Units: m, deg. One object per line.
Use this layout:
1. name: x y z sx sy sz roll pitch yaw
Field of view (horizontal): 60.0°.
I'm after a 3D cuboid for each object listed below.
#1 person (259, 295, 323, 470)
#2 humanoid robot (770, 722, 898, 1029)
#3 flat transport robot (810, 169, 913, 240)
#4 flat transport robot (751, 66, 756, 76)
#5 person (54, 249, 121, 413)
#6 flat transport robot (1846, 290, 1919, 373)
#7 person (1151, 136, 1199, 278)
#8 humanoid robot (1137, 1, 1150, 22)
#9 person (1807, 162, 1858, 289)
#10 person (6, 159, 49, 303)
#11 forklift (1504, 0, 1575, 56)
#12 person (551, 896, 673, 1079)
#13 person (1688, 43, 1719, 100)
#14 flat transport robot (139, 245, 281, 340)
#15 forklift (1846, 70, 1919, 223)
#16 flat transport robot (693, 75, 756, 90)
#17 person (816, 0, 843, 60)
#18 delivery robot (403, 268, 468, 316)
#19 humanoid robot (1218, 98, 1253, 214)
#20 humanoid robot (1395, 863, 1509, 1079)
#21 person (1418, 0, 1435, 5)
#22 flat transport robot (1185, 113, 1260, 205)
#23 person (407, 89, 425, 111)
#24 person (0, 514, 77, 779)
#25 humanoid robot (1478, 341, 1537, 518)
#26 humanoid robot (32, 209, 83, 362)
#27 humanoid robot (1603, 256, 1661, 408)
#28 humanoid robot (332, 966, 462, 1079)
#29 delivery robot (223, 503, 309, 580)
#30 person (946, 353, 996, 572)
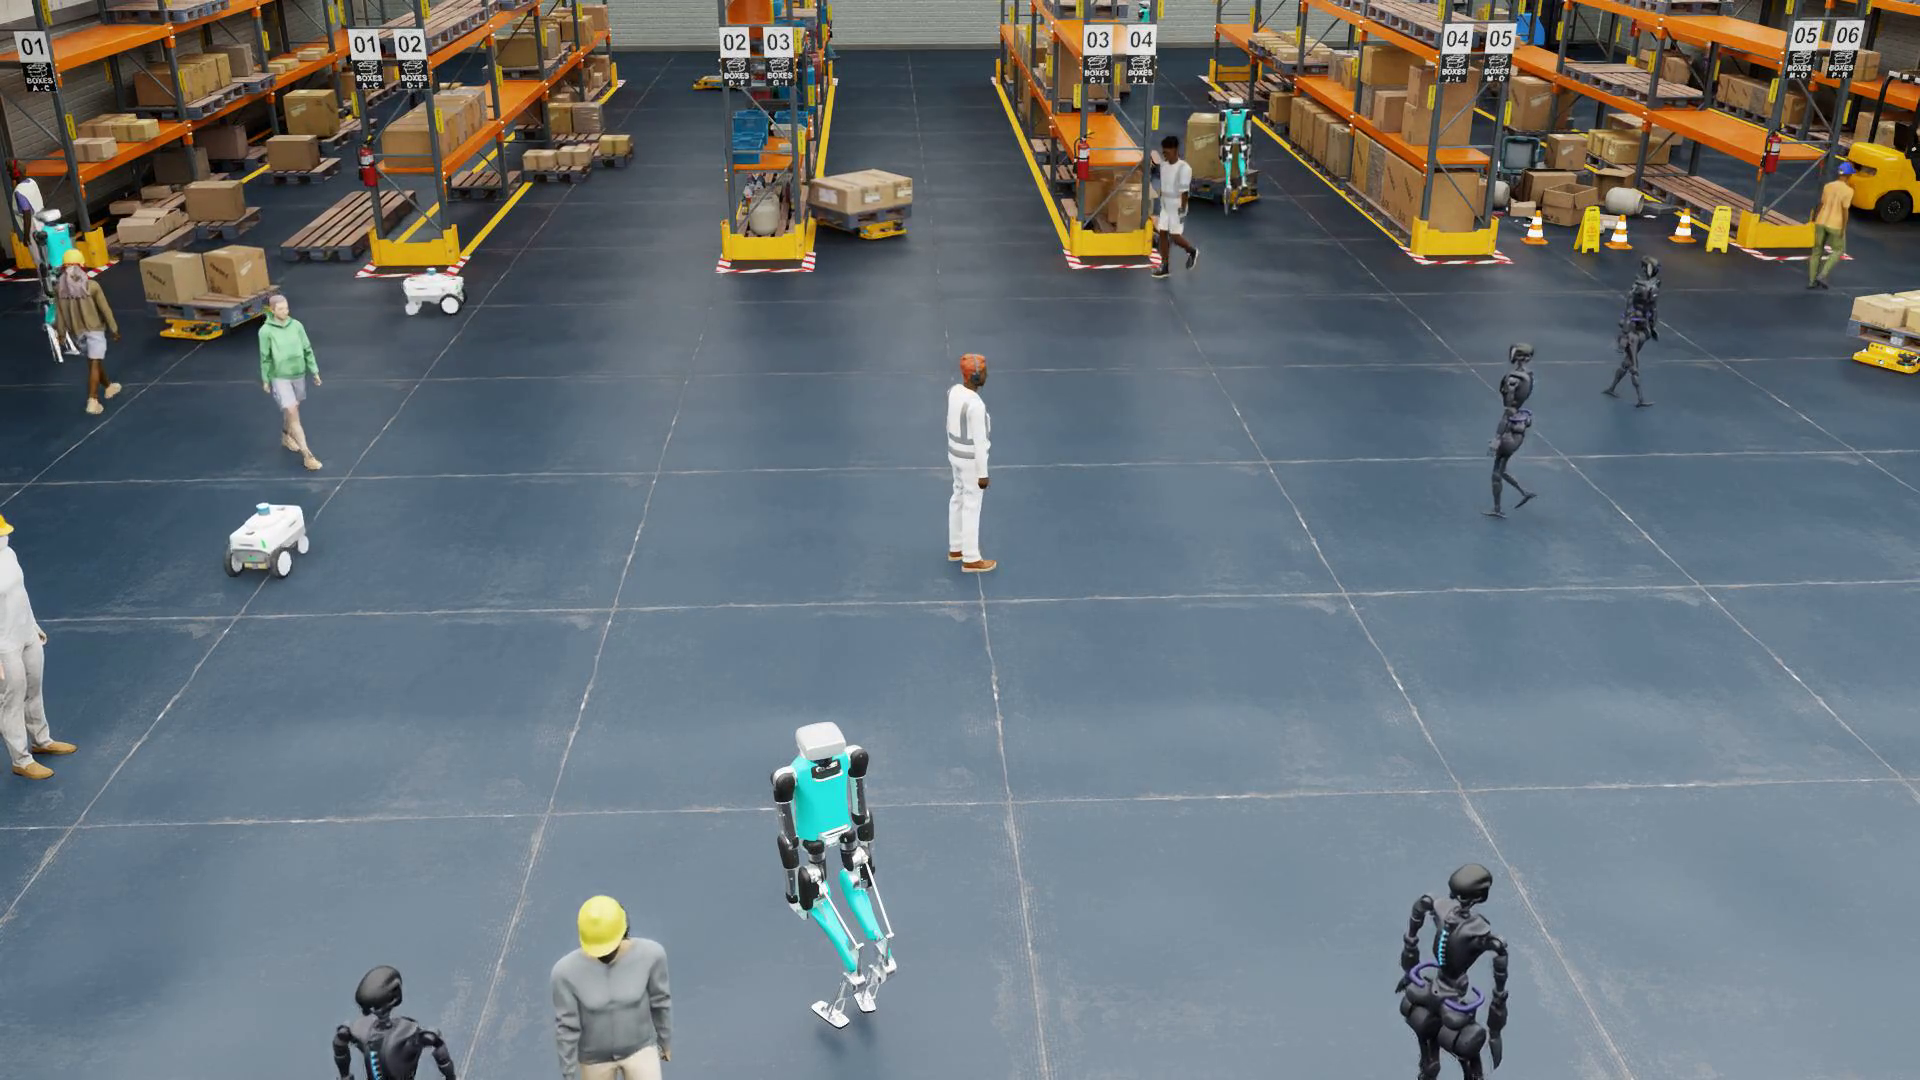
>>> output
1. person: -6.578 -1.596 16.310 0.928 1.691 0.493 20 31 38
2. humanoid robot: -0.576 1.786 8.490 0.533 1.677 0.735 -14 28 -29
3. flat transport robot: -1.509 -4.819 25.301 0.659 0.231 1.431 -19 30 -36
4. flat transport robot: -4.281 -11.060 39.324 1.431 0.231 0.659 -1 24 -2
5. person: -9.307 -2.252 17.743 0.558 1.719 0.918 -1 24 -3
6. flat transport robot: 11.188 -2.232 19.487 1.431 0.231 0.659 -16 29 -32
7. person: 2.939 -4.529 22.595 0.604 1.937 0.596 -16 29 -32
8. humanoid robot: 4.013 -11.773 39.138 0.869 1.788 0.596 10 26 21
9. person: 11.557 -4.158 22.050 0.404 1.707 0.464 -15 28 -30
10. person: -12.001 -4.009 21.541 0.390 1.846 0.565 -6 25 -14
11. forklift: 14.700 -13.805 42.301 1.873 2.768 1.129 -1 24 -2
12. person: -1.526 2.328 7.439 0.518 1.738 0.512 -6 25 -13
13. person: 14.287 -8.644 31.999 0.546 1.811 0.958 -1 24 -1
14. flat transport robot: -9.224 -2.785 20.730 0.659 0.231 1.431 6 25 13
15. forklift: 15.132 -6.143 25.915 2.313 2.155 1.214 -1 24 -2
16. flat transport robot: -5.305 -10.414 37.872 1.431 0.231 0.659 1 24 3
17. person: -3.369 -12.844 41.524 0.851 1.724 0.546 -7 25 -16
18. delivery robot: -6.704 -3.175 21.251 0.791 0.592 0.499 -2 24 -4
19. humanoid robot: 4.342 -5.961 26.202 0.550 1.902 0.702 1 24 1
20. humanoid robot: 2.276 2.190 7.825 0.369 1.650 0.606 -18 30 -35
21. person: 11.700 -13.025 41.857 0.381 1.797 0.608 -15 28 -31
22. flat transport robot: 4.155 -5.751 27.395 1.431 0.231 0.659 19 30 37
23. person: -11.033 -9.332 33.737 0.537 1.649 0.862 1 24 1
24. person: -6.258 0.665 10.981 0.362 1.894 0.581 0 24 1
25. humanoid robot: 4.980 -0.975 14.940 0.443 1.647 0.601 14 27 28
26. humanoid robot: -10.525 -2.912 19.288 0.668 1.869 0.533 8 25 17
27. humanoid robot: 7.324 -2.243 17.821 0.615 1.629 0.735 -17 29 -33
28. humanoid robot: -2.358 2.534 7.094 0.589 1.652 0.406 3 24 7
29. delivery robot: -5.887 -0.025 14.165 0.499 0.585 0.765 3 24 6
30. person: 0.081 -0.652 13.952 0.337 1.882 0.583 -10 26 -22
